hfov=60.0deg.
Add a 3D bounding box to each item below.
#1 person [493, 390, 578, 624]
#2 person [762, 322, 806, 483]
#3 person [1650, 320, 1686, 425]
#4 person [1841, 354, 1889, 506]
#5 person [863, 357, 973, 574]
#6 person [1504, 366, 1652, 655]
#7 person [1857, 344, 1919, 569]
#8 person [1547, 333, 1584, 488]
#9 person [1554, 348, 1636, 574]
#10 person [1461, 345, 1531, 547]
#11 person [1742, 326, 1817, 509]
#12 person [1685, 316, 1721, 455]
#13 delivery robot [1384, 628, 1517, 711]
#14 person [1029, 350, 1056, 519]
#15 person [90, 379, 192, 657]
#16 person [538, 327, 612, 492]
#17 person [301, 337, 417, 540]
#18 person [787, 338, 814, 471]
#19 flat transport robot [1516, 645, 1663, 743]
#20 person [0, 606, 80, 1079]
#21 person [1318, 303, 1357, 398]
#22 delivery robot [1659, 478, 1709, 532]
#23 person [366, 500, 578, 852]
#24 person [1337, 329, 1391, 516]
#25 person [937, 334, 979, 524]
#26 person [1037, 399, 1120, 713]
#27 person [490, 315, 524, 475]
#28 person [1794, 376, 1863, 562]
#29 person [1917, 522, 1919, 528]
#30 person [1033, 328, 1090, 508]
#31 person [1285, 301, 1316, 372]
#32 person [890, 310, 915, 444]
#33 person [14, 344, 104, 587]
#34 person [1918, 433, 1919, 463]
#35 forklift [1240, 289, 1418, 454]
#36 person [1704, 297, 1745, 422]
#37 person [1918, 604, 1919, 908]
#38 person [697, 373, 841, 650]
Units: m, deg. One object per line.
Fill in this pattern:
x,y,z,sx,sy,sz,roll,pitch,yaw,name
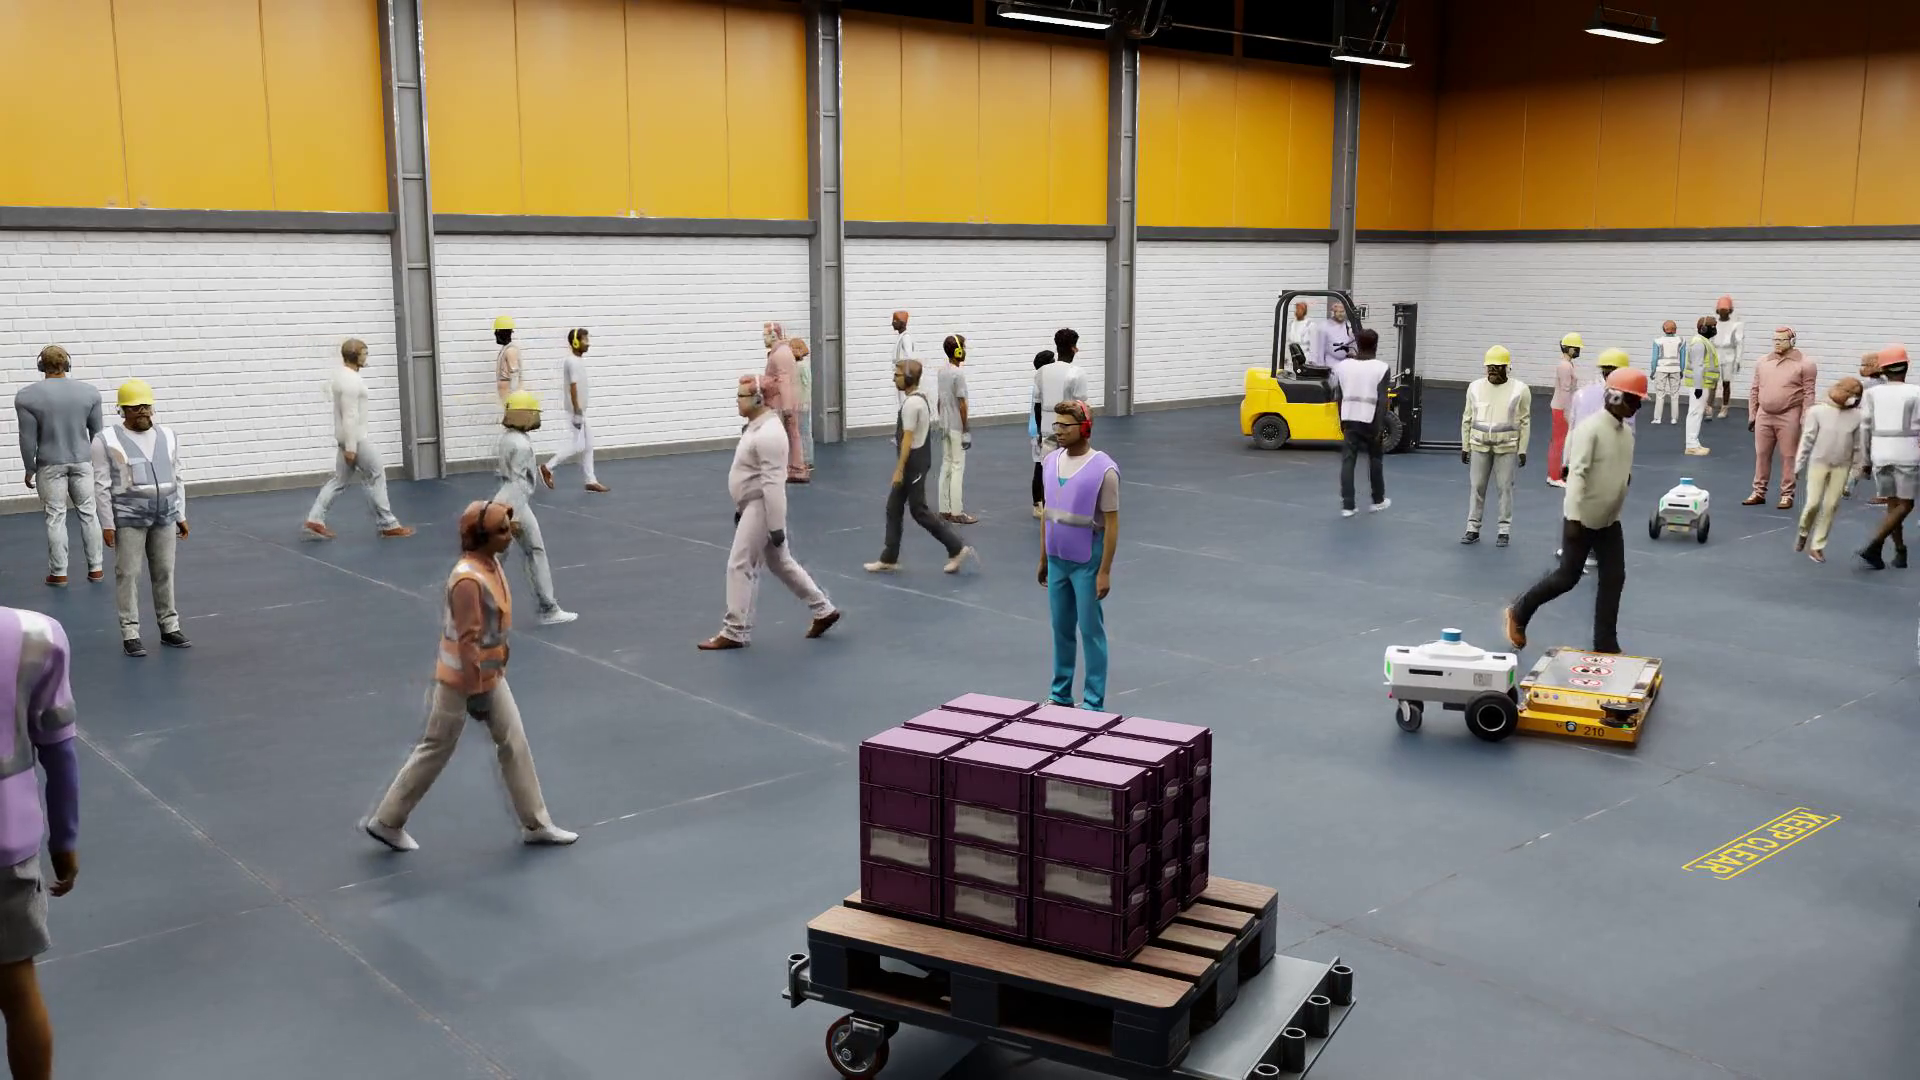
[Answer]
-3.219,-0.210,11.784,0.877,1.697,0.520,-6,11,-30,person
-2.151,-1.567,19.203,0.798,1.874,0.656,0,10,2,person
11.075,-2.616,26.032,0.514,1.640,0.310,2,10,9,person
9.640,-1.183,17.760,0.534,1.590,0.822,-6,11,-31,person
-0.343,-0.602,13.749,0.868,1.816,0.515,0,10,-3,person
4.025,-0.160,10.765,0.690,1.943,0.890,-7,12,-35,person
7.872,-0.686,13.990,0.654,1.893,0.619,-6,11,-32,person
6.935,-1.486,19.053,0.329,1.764,0.524,3,10,16,person
5.295,-0.668,13.961,0.804,1.883,0.605,-6,11,-31,person
4.862,-0.853,15.145,0.599,1.830,0.403,6,11,30,person
8.575,-1.282,17.438,0.405,1.906,0.652,-8,12,-38,person
9.882,-2.055,22.152,0.429,1.841,0.633,5,11,29,person
2.734,0.738,9.290,0.707,0.478,0.477,3,10,18,delivery robot
0.856,-1.062,16.755,0.317,1.700,0.539,1,10,7,person
-5.421,-0.156,11.060,0.404,1.833,0.590,7,12,37,person
-4.310,-1.432,18.515,0.710,1.845,0.527,0,10,0,person
-5.648,-0.925,15.396,0.991,1.903,0.639,-5,11,-26,person
-1.976,-1.667,20.490,0.268,1.632,0.507,-5,11,-25,person
3.654,0.867,9.639,0.652,0.197,1.431,5,11,28,flat transport robot
-2.775,0.850,4.623,0.405,2.029,0.607,9,13,41,person
6.117,-2.910,27.019,0.662,1.887,0.549,-2,10,-9,person
6.793,-0.339,15.592,0.477,0.478,0.707,6,11,31,delivery robot
-2.205,0.605,7.326,0.893,1.586,0.539,0,10,0,person
4.170,-1.214,17.092,0.604,1.880,0.902,7,12,34,person
-0.039,-1.091,16.417,0.328,1.876,0.513,-6,11,-29,person
0.660,0.129,9.354,0.385,1.845,0.569,-8,13,-40,person
-5.447,-1.741,20.064,0.372,1.926,0.589,-4,10,-21,person
7.515,-0.619,14.382,0.555,1.610,0.379,2,10,13,person
9.018,-0.790,15.185,0.361,1.681,0.558,0,10,2,person
0.979,-1.027,15.771,0.614,1.962,0.361,8,13,40,person
5.873,-3.169,28.601,0.732,1.867,0.594,-7,12,-34,person
-0.793,-2.270,23.283,0.337,1.883,0.584,-2,10,-10,person
-7.172,-0.593,13.313,0.632,1.940,0.372,-8,13,-40,person
6.586,-0.176,11.025,0.605,1.888,0.552,-6,11,-32,person
5.034,-2.339,22.783,2.313,2.155,1.214,3,10,16,forklift
12.281,-2.906,26.771,0.620,1.986,1.038,6,11,30,person
4.091,0.560,6.585,0.384,1.930,0.547,-8,12,-38,person
-1.279,-0.200,11.228,0.940,1.869,0.647,-1,10,-8,person
